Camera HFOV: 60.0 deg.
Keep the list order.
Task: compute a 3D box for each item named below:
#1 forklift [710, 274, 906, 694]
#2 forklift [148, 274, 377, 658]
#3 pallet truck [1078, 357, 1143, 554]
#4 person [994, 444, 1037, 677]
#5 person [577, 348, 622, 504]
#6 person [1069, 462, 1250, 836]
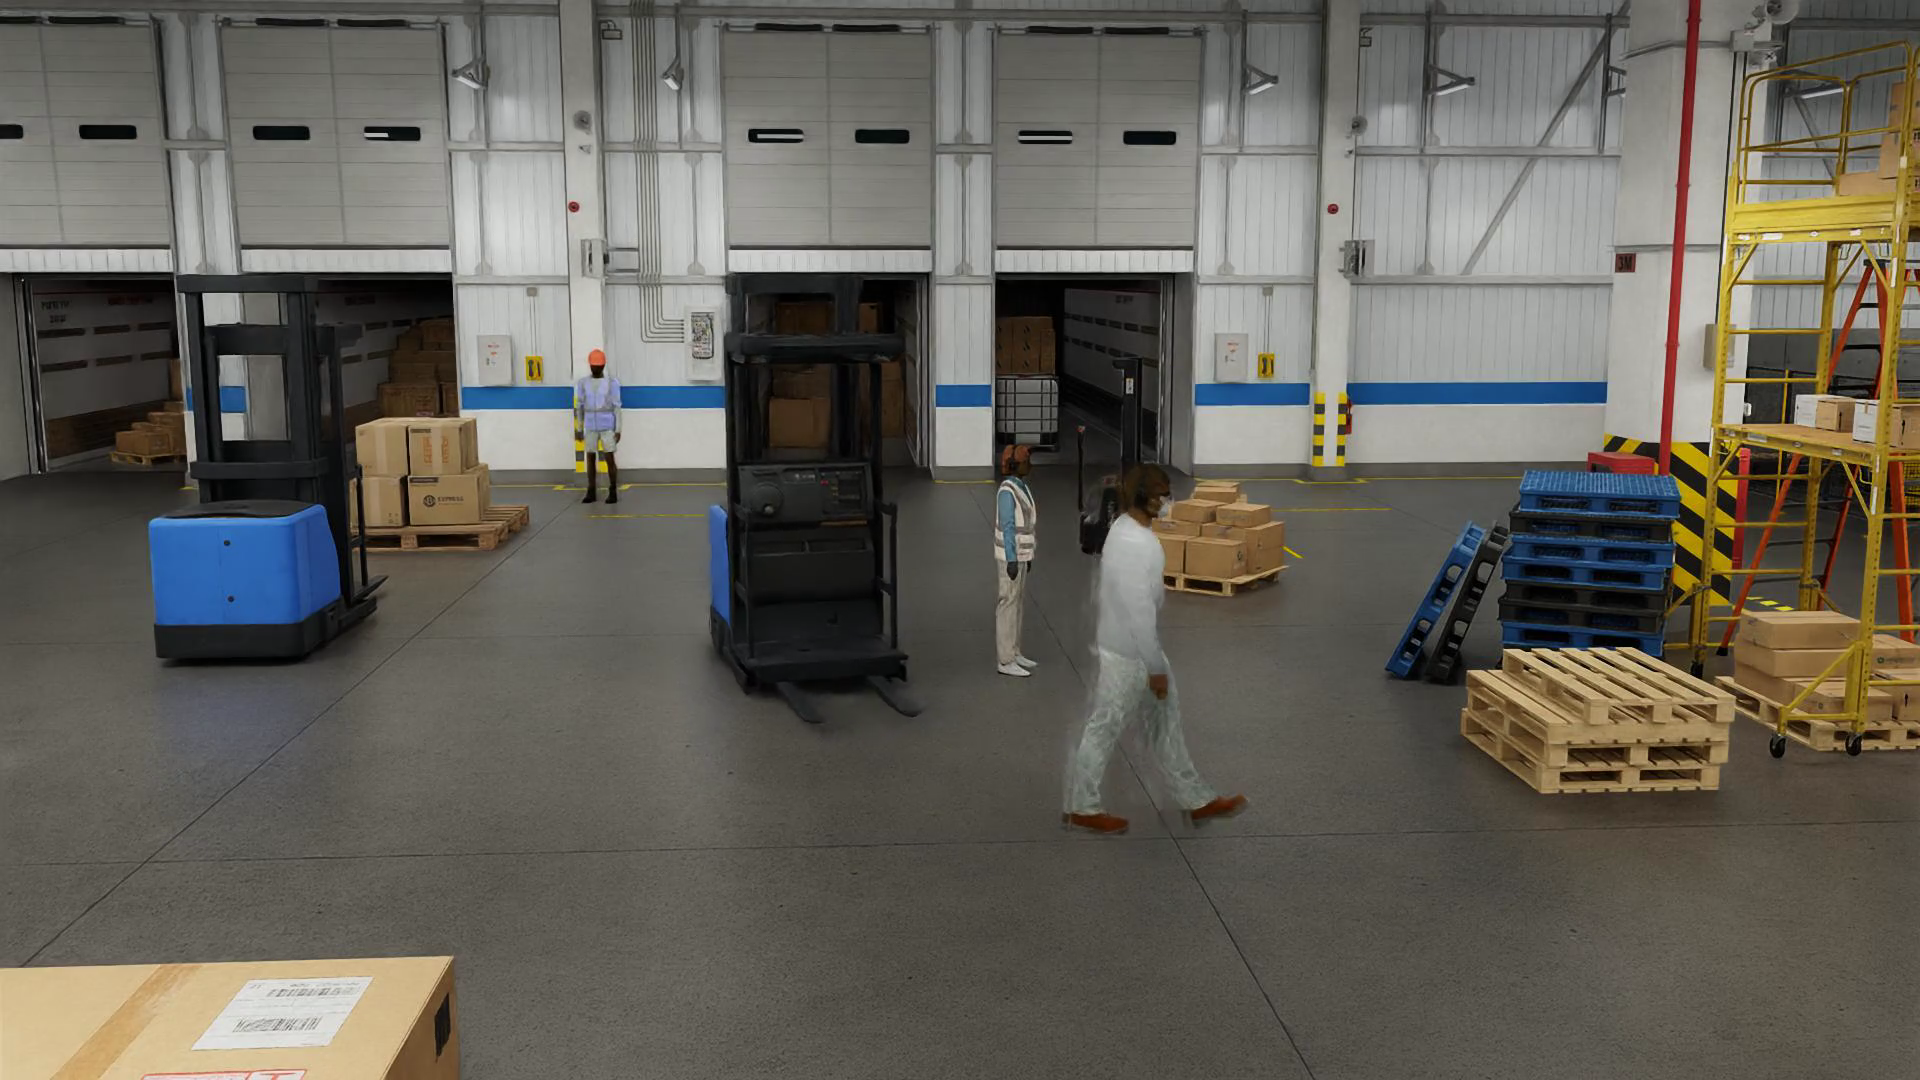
[{"bbox_3d":[-1.167,-0.500,11.887,1.129,2.768,1.873,-3,9,-16],"label":"forklift"},{"bbox_3d":[-5.344,-0.626,12.679,1.129,2.768,1.873,-1,9,-4],"label":"forklift"},{"bbox_3d":[2.088,-0.836,16.757,1.885,1.965,0.823,2,9,13],"label":"pallet truck"},{"bbox_3d":[0.389,0.135,11.780,0.307,1.641,0.514,2,9,12],"label":"person"},{"bbox_3d":[-4.454,-1.399,20.536,0.556,1.926,0.390,1,9,7],"label":"person"},{"bbox_3d":[0.988,0.567,8.253,0.966,1.894,0.663,2,9,11],"label":"person"}]
